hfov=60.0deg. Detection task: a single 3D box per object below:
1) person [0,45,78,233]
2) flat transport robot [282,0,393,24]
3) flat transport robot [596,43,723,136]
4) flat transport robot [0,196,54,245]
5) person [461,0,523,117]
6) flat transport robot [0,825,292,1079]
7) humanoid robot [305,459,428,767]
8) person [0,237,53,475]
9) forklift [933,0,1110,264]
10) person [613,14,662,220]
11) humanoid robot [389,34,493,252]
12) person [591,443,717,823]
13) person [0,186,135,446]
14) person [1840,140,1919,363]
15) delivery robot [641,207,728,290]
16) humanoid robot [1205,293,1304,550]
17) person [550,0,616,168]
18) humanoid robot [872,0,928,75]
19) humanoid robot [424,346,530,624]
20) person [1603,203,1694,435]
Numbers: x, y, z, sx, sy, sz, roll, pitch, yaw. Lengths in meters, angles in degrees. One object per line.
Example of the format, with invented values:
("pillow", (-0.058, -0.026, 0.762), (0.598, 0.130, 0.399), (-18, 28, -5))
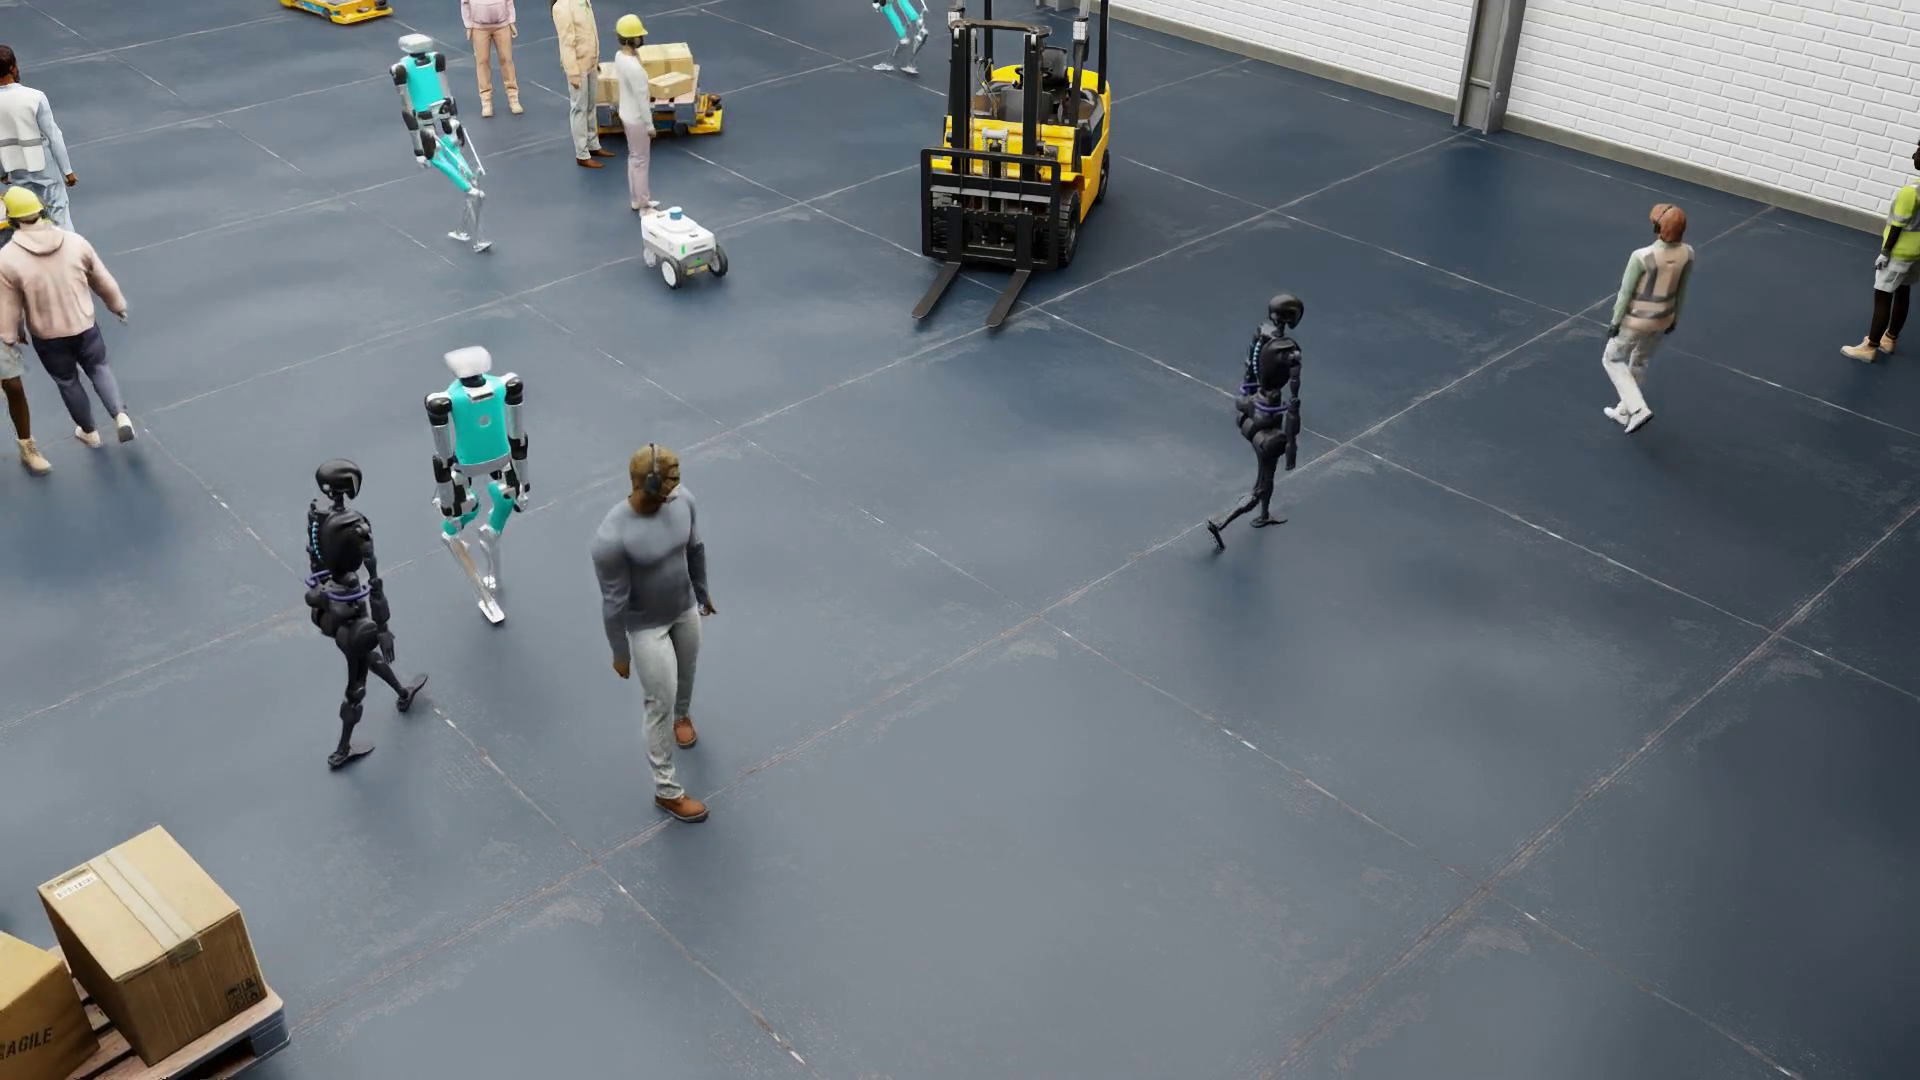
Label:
("person", (-7.370, -2.961, 13.212), (0.598, 1.917, 0.377), (0, 33, -1))
("flat transport robot", (-7.600, -6.554, 20.246), (1.431, 0.231, 0.659), (25, 41, 33))
("flat transport robot", (-3.124, -4.277, 16.746), (1.431, 0.231, 0.659), (-2, 33, -4))
("flat transport robot", (-8.577, -2.588, 14.151), (0.659, 0.231, 1.431), (25, 41, 33))
("person", (-4.734, -5.193, 16.765), (0.525, 1.784, 0.404), (-11, 35, -16))
("flat transport robot", (-3.514, 2.196, 6.798), (1.431, 0.231, 0.659), (27, 42, 35))
("humanoid robot", (-3.063, 0.327, 8.408), (0.611, 1.616, 0.728), (23, 40, 31))
("person", (-6.337, -1.359, 10.677), (0.736, 2.010, 0.635), (27, 42, 35))
("forklift", (0.570, -3.725, 14.138), (1.214, 2.155, 2.313), (9, 34, 13))
("person", (-2.789, -3.659, 14.425), (0.312, 1.768, 0.529), (-15, 36, -22))
("humanoid robot", (-4.202, -3.260, 13.862), (0.912, 1.775, 0.530), (24, 40, 32))
("person", (-1.426, 0.391, 8.094), (0.718, 1.887, 0.683), (23, 40, 31))
("person", (-5.866, -1.410, 10.903), (0.813, 1.842, 0.568), (-27, 42, -35))
("person", (6.876, -2.115, 12.119), (0.534, 1.693, 0.319), (-21, 38, -29))
("delivery robot", (-2.302, -2.429, 13.643), (0.499, 0.593, 0.797), (-23, 40, -31))
("humanoid robot", (1.788, -0.729, 10.026), (0.656, 1.637, 0.614), (-12, 35, -18))
("person", (-3.548, -4.434, 15.518), (0.410, 1.877, 0.554), (7, 34, 11))
("humanoid robot", (-0.641, -5.787, 17.719), (0.561, 1.776, 0.793), (-25, 41, -33))
("humanoid robot", (-2.750, -0.300, 9.375), (0.547, 1.888, 0.775), (-23, 39, -31))
("person", (4.629, -1.444, 11.143), (0.523, 1.621, 0.458), (-12, 35, -18))
